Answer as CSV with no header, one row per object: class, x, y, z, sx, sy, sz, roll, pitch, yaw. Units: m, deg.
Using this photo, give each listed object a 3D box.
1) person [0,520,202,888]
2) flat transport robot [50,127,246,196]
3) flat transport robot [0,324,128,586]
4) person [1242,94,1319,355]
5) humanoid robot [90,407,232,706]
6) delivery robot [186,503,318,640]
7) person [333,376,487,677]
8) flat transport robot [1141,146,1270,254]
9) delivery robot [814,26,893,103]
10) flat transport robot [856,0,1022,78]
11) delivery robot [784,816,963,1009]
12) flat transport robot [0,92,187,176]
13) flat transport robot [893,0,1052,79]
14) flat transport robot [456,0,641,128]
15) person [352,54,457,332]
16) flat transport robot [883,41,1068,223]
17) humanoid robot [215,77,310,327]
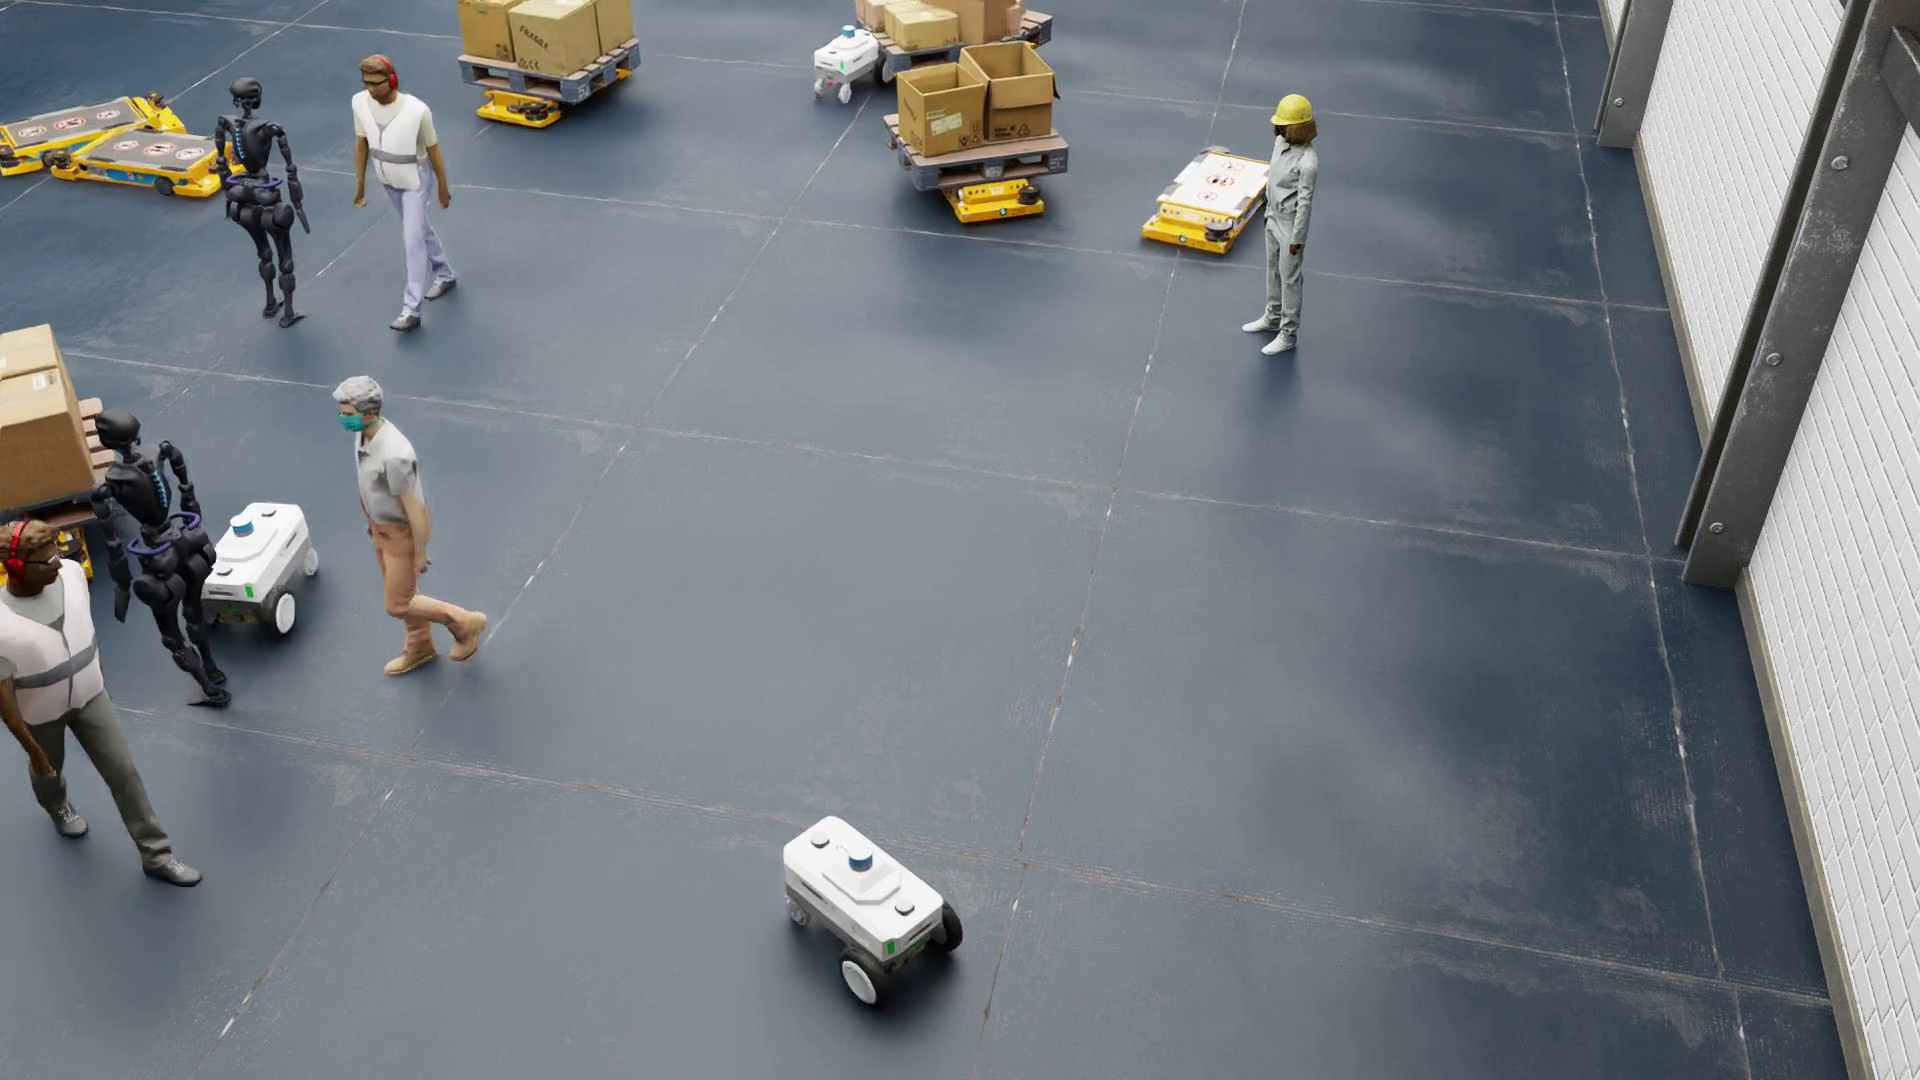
person,-3.817,0.674,7.052,0.971,1.787,0.588,19,41,23
flat transport robot,-6.433,-3.020,13.259,1.431,0.231,0.659,9,38,12
flat transport robot,-5.359,-0.142,9.409,0.659,0.231,1.431,-18,40,-22
person,2.076,-2.034,10.716,0.322,1.737,0.484,-8,38,-11
humanoid robot,-3.802,0.097,7.920,0.389,1.660,0.602,14,39,18
delivery robot,-3.733,0.155,8.788,0.499,0.613,0.811,4,37,5
person,-2.716,-0.060,8.072,0.435,1.732,0.490,-24,43,-29
flat transport robot,1.958,-2.615,12.718,0.659,0.231,1.431,17,40,21
delivery robot,-0.965,-4.212,14.610,0.499,0.587,0.769,20,41,25
flat transport robot,-0.197,-4.310,14.987,0.659,0.231,1.431,-13,39,-17
delivery robot,-0.386,1.524,6.954,0.792,0.611,0.499,31,46,34
flat transport robot,-7.217,-3.351,13.703,1.431,0.231,0.659,-24,43,-28
flat transport robot,0.054,-4.429,15.146,0.659,0.231,1.431,24,43,29
flat transport robot,-3.534,-3.980,14.544,0.659,0.231,1.431,14,39,18
person,-3.746,-2.308,11.026,0.574,1.803,0.928,16,39,20
flat transport robot,0.125,-2.913,13.117,0.659,0.231,1.431,-10,38,-14
humanoid robot,-4.674,-2.235,11.056,0.607,1.647,0.441,7,37,10
